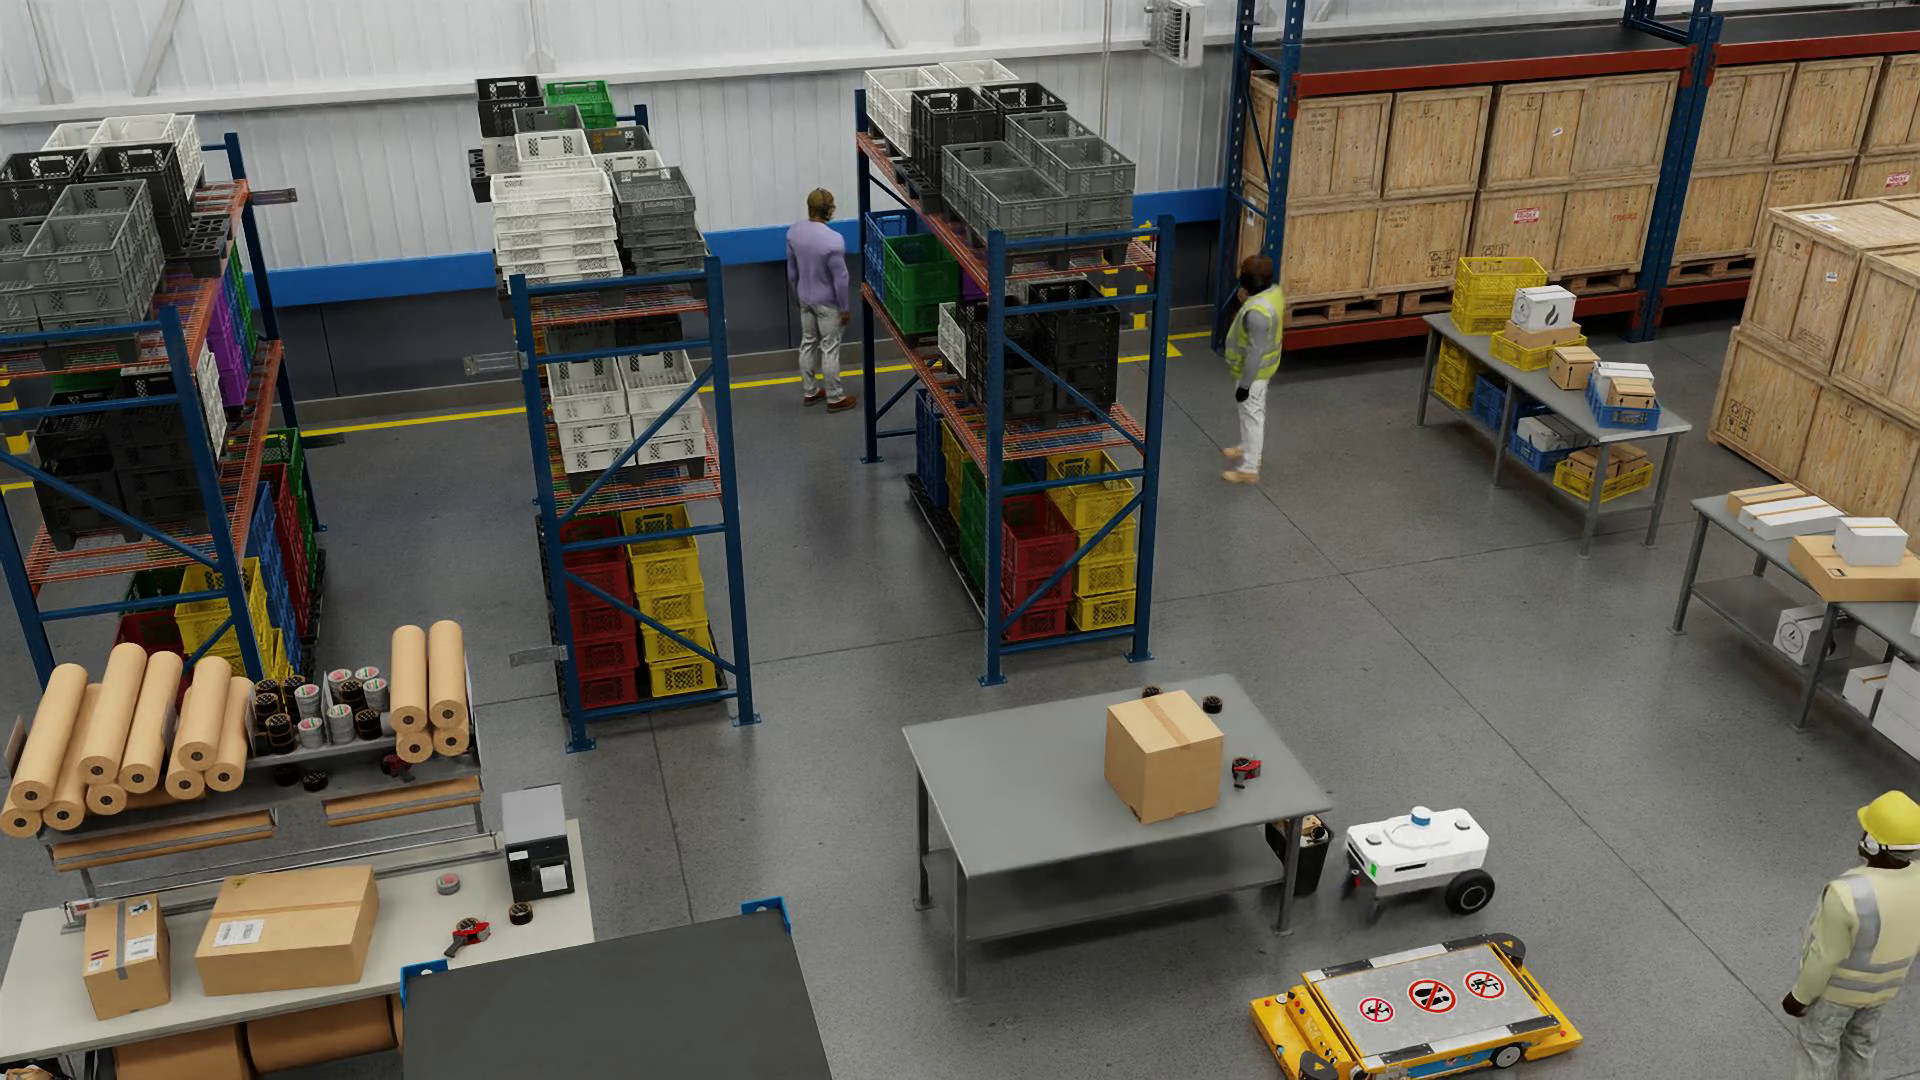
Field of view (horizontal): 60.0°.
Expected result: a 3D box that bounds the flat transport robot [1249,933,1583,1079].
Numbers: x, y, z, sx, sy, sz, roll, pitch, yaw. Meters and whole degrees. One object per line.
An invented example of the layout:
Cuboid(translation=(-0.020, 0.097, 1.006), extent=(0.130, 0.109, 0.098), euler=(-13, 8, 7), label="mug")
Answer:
Cuboid(translation=(2.184, 2.282, 7.980), extent=(1.431, 0.197, 0.652), euler=(-8, 30, -14), label="flat transport robot")

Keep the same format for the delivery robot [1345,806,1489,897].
Cuboid(translation=(2.402, 1.628, 8.776), extent=(0.707, 0.478, 0.477), euler=(-7, 30, -13), label="delivery robot")

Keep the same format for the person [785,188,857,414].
Cuboid(translation=(-1.181, -2.025, 14.106), extent=(0.627, 1.933, 0.376), euler=(22, 35, 34), label="person")

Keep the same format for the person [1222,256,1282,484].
Cuboid(translation=(2.268, -1.335, 12.974), extent=(0.429, 1.829, 0.679), euler=(8, 30, 14), label="person")

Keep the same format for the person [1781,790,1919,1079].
Cuboid(translation=(3.817, 1.856, 7.147), extent=(0.599, 1.830, 0.403), euler=(-9, 30, -16), label="person")
